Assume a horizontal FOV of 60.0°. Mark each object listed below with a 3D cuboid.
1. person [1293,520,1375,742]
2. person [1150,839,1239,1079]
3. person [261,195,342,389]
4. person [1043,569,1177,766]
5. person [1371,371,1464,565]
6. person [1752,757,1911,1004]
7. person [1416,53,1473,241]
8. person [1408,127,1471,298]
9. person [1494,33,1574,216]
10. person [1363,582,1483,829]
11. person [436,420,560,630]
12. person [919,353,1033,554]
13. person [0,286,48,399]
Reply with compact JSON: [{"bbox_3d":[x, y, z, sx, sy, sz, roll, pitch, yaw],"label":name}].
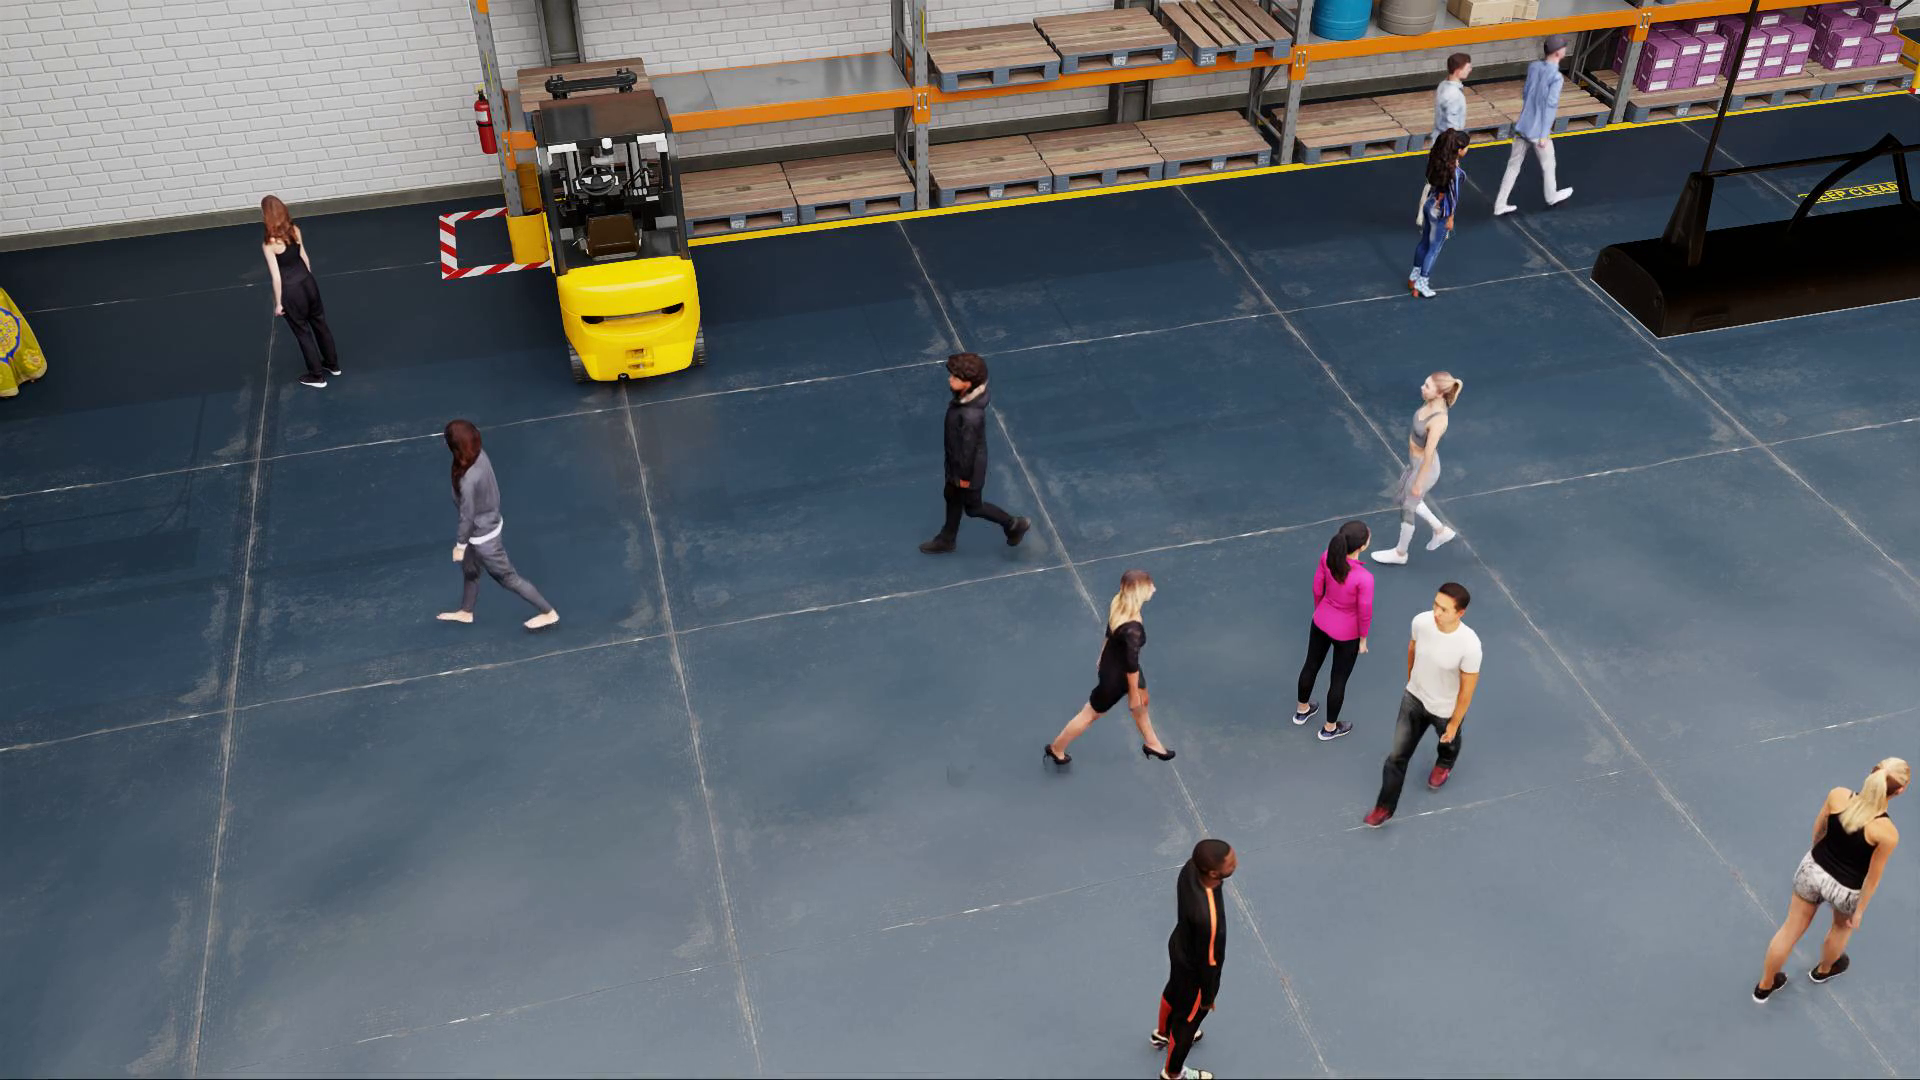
[{"bbox_3d":[2.417,0.564,10.701,0.691,1.698,0.676,-28,46,-30],"label":"person"},{"bbox_3d":[1.201,2.166,8.601,0.570,1.806,0.637,-4,39,-5],"label":"person"},{"bbox_3d":[-5.567,-2.098,13.986,0.712,1.748,0.665,17,42,20],"label":"person"},{"bbox_3d":[0.896,0.864,10.377,1.145,1.623,0.737,-2,39,-2],"label":"person"},{"bbox_3d":[3.415,-0.499,12.025,0.907,1.697,0.775,6,39,8],"label":"person"},{"bbox_3d":[4.646,1.867,8.958,0.953,1.827,0.764,-20,43,-24],"label":"person"},{"bbox_3d":[4.651,-3.812,16.051,0.710,1.849,0.739,4,39,5],"label":"person"},{"bbox_3d":[4.374,-2.993,15.206,0.602,1.624,0.634,-4,39,-5],"label":"person"},{"bbox_3d":[5.573,-4.020,16.313,1.116,1.847,0.779,-15,41,-18],"label":"person"},{"bbox_3d":[2.972,0.944,10.183,1.080,1.750,1.254,27,46,30],"label":"person"},{"bbox_3d":[-3.186,-0.048,11.434,1.116,1.729,0.704,-5,39,-6],"label":"person"},{"bbox_3d":[0.129,-0.578,12.076,1.102,1.756,0.722,-4,39,-5],"label":"person"},{"bbox_3d":[-8.205,-1.964,13.897,1.049,1.659,1.001,18,42,21],"label":"person"}]
